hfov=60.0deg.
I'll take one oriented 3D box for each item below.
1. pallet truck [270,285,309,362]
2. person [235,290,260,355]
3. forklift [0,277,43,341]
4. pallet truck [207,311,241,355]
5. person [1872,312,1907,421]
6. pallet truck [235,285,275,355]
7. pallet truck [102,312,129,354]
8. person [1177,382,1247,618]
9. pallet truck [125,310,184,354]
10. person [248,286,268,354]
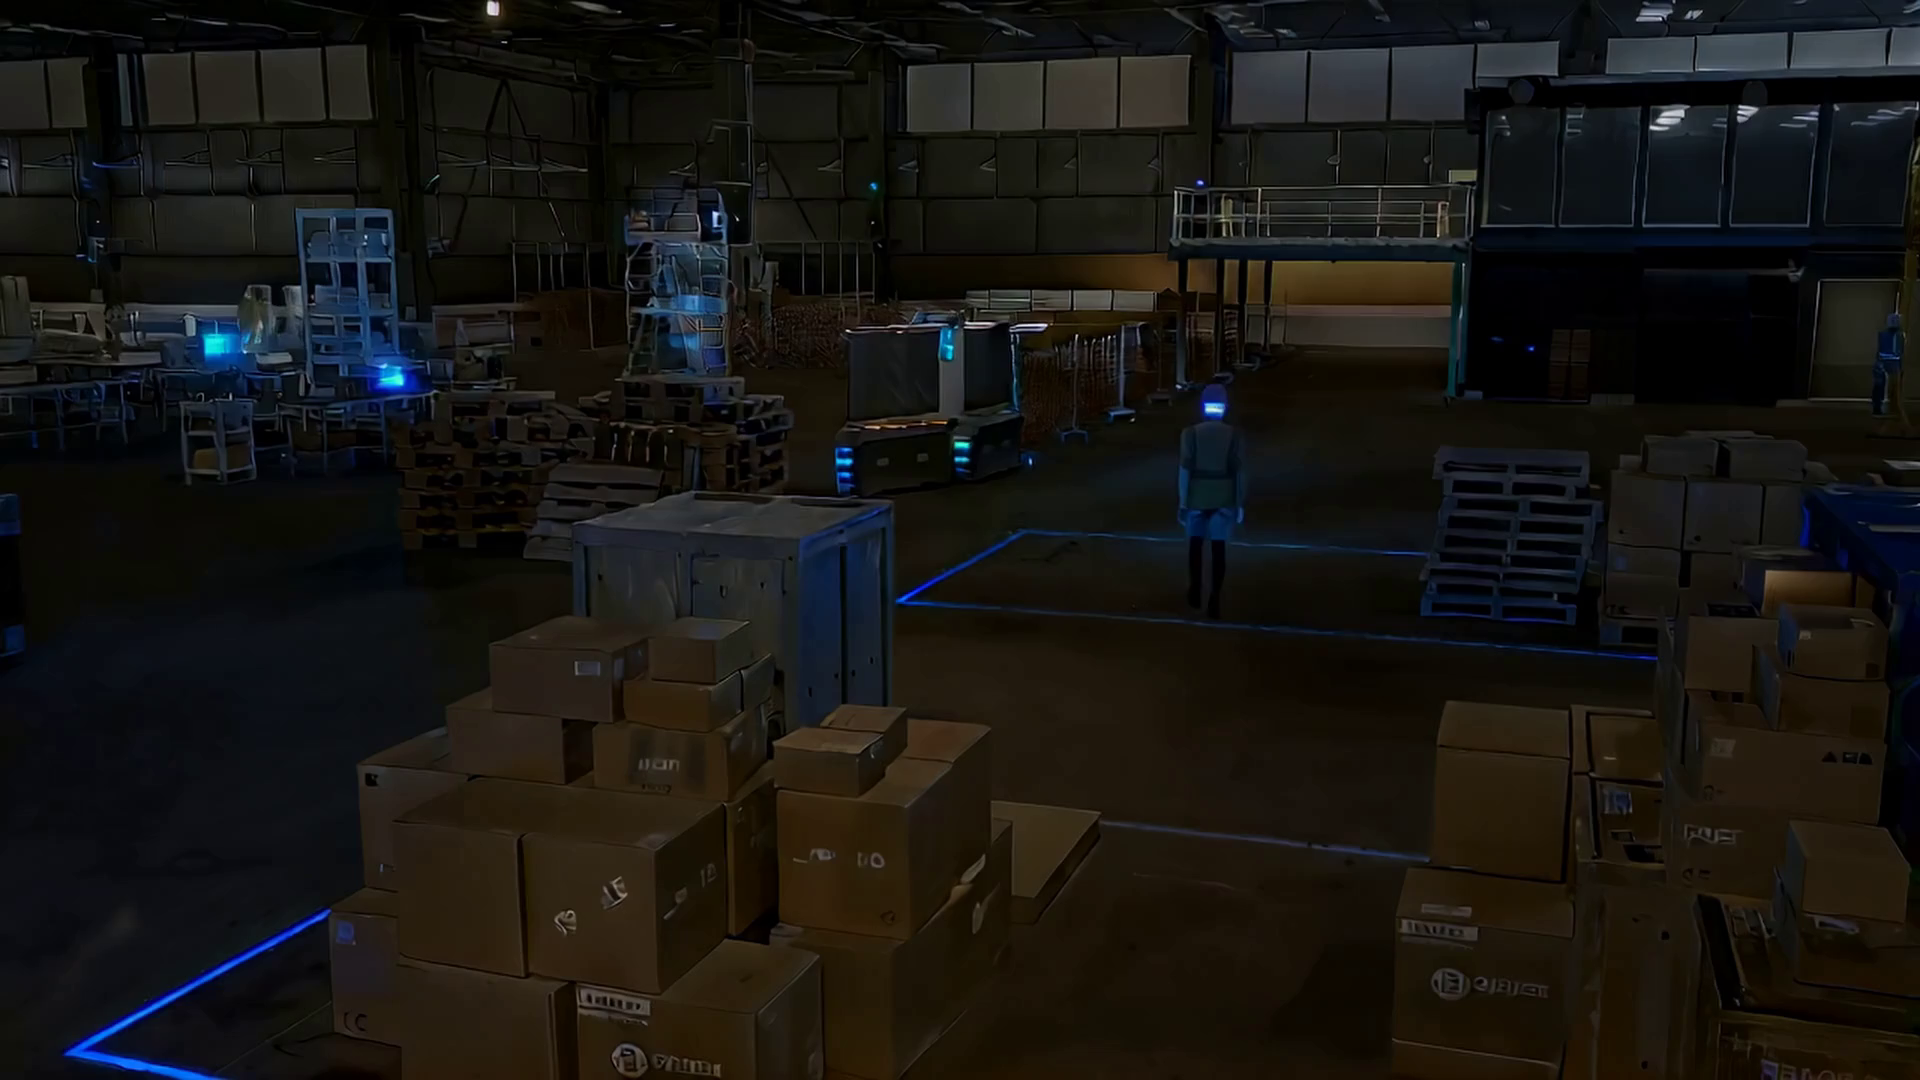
[{"bbox_3d":[-17.147,-5.700,43.663,0.823,1.965,1.885,3,11,17],"label":"pallet truck"},{"bbox_3d":[-18.376,-5.508,42.895,0.791,1.885,0.650,5,11,28],"label":"person"},{"bbox_3d":[-27.151,-6.329,46.328,1.157,1.987,2.680,3,11,17],"label":"forklift"},{"bbox_3d":[-19.537,-5.575,44.913,0.653,1.274,1.630,3,11,19],"label":"pallet truck"},{"bbox_3d":[16.117,-3.010,28.834,0.339,1.882,0.581,-4,11,-23],"label":"person"},{"bbox_3d":[-18.327,-5.835,44.421,0.823,1.965,1.885,4,11,23],"label":"pallet truck"},{"bbox_3d":[-23.057,-5.777,46.261,0.680,1.201,1.601,3,11,19],"label":"pallet truck"},{"bbox_3d":[2.077,-0.348,13.764,0.564,1.906,0.798,1,10,5],"label":"person"},{"bbox_3d":[-22.038,-5.665,45.457,0.704,1.261,1.522,3,11,17],"label":"pallet truck"},{"bbox_3d":[-17.296,-5.250,41.032,0.424,2.028,0.642,-5,11,-28],"label":"person"}]
